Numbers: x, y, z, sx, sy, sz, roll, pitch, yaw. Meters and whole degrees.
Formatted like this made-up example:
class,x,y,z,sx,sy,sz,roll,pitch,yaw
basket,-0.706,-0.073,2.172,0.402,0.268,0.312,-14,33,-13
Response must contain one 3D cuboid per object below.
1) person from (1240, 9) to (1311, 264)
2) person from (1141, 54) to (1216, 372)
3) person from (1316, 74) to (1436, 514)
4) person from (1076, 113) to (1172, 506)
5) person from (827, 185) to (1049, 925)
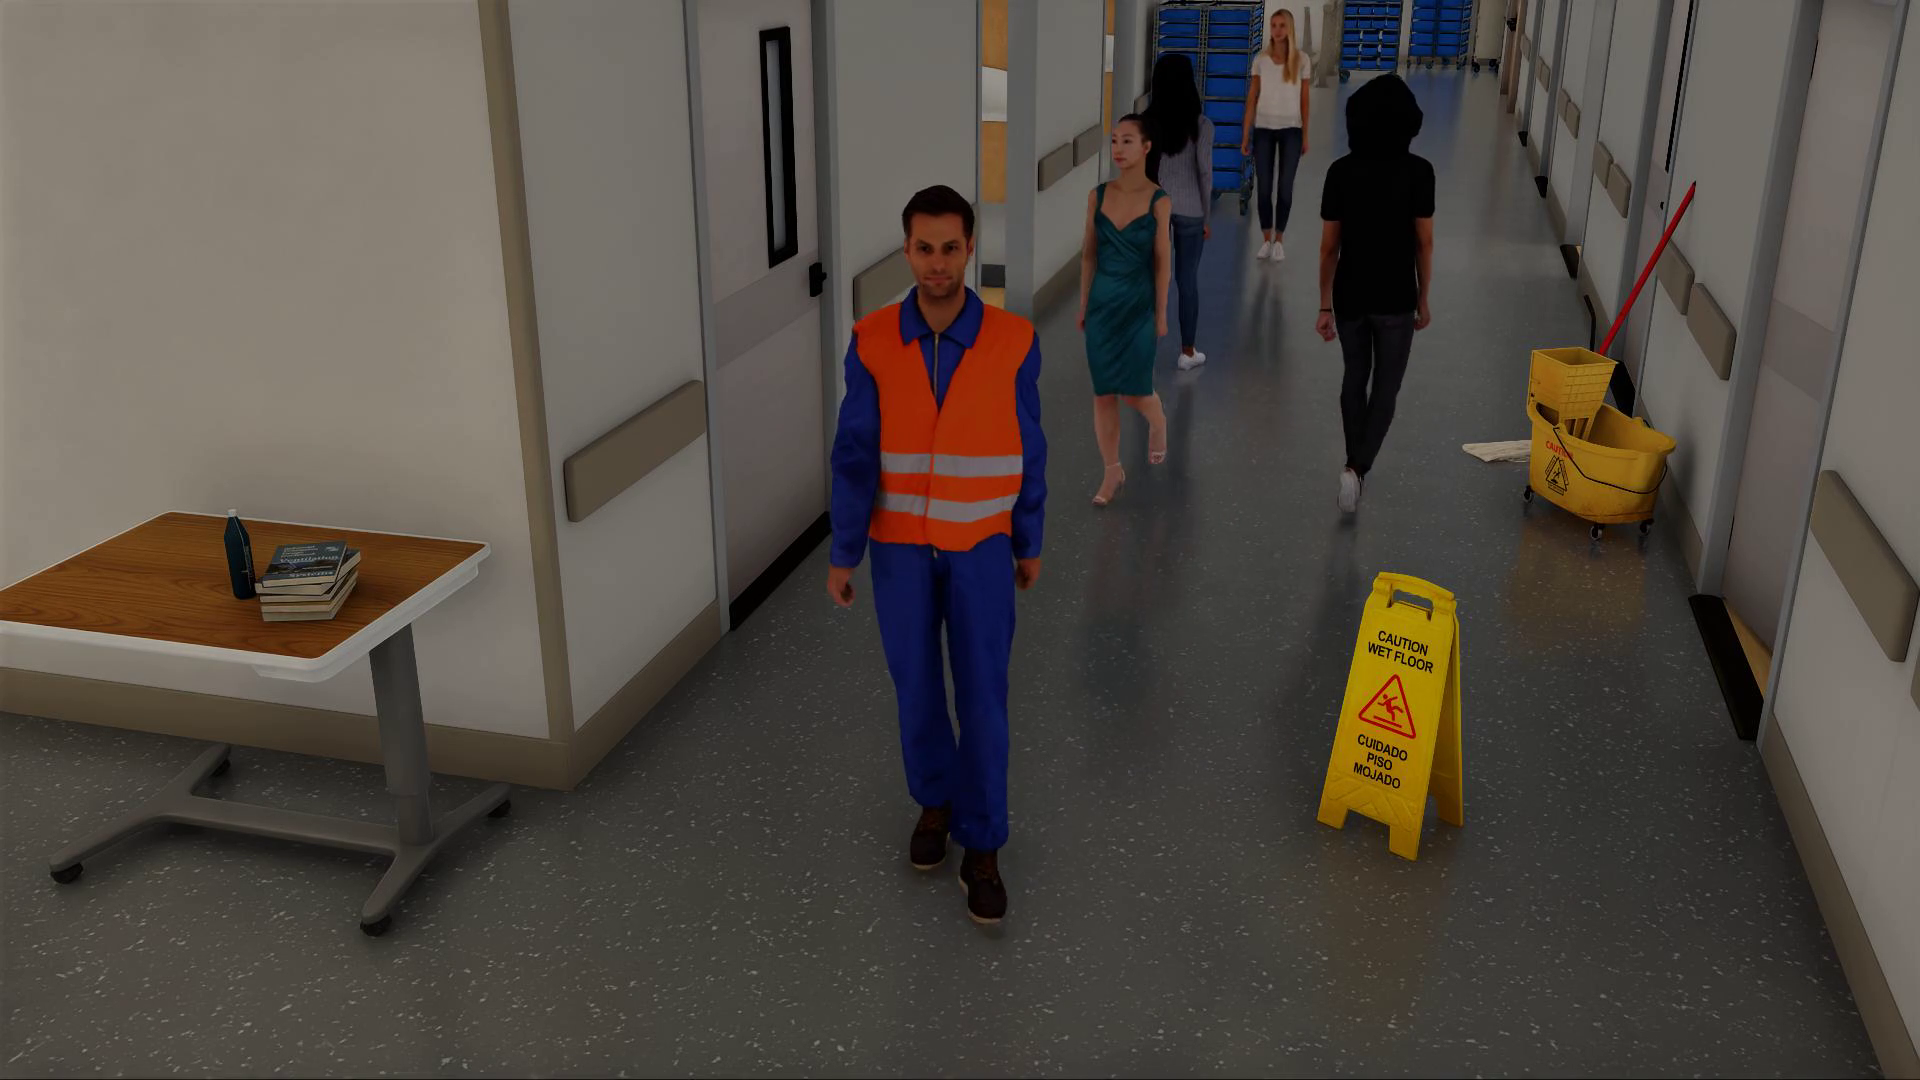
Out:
class,x,y,z,sx,sy,sz,roll,pitch,yaw
person,2.348,-2.962,12.242,0.650,1.796,0.714,7,22,19
person,1.183,-1.827,9.328,0.620,1.736,0.547,8,22,19
person,1.749,-1.013,7.070,0.741,1.802,1.119,9,22,22
person,0.743,-0.971,7.157,0.678,1.674,0.799,14,25,32
person,-0.052,0.001,4.342,0.794,1.849,0.900,1,21,3
